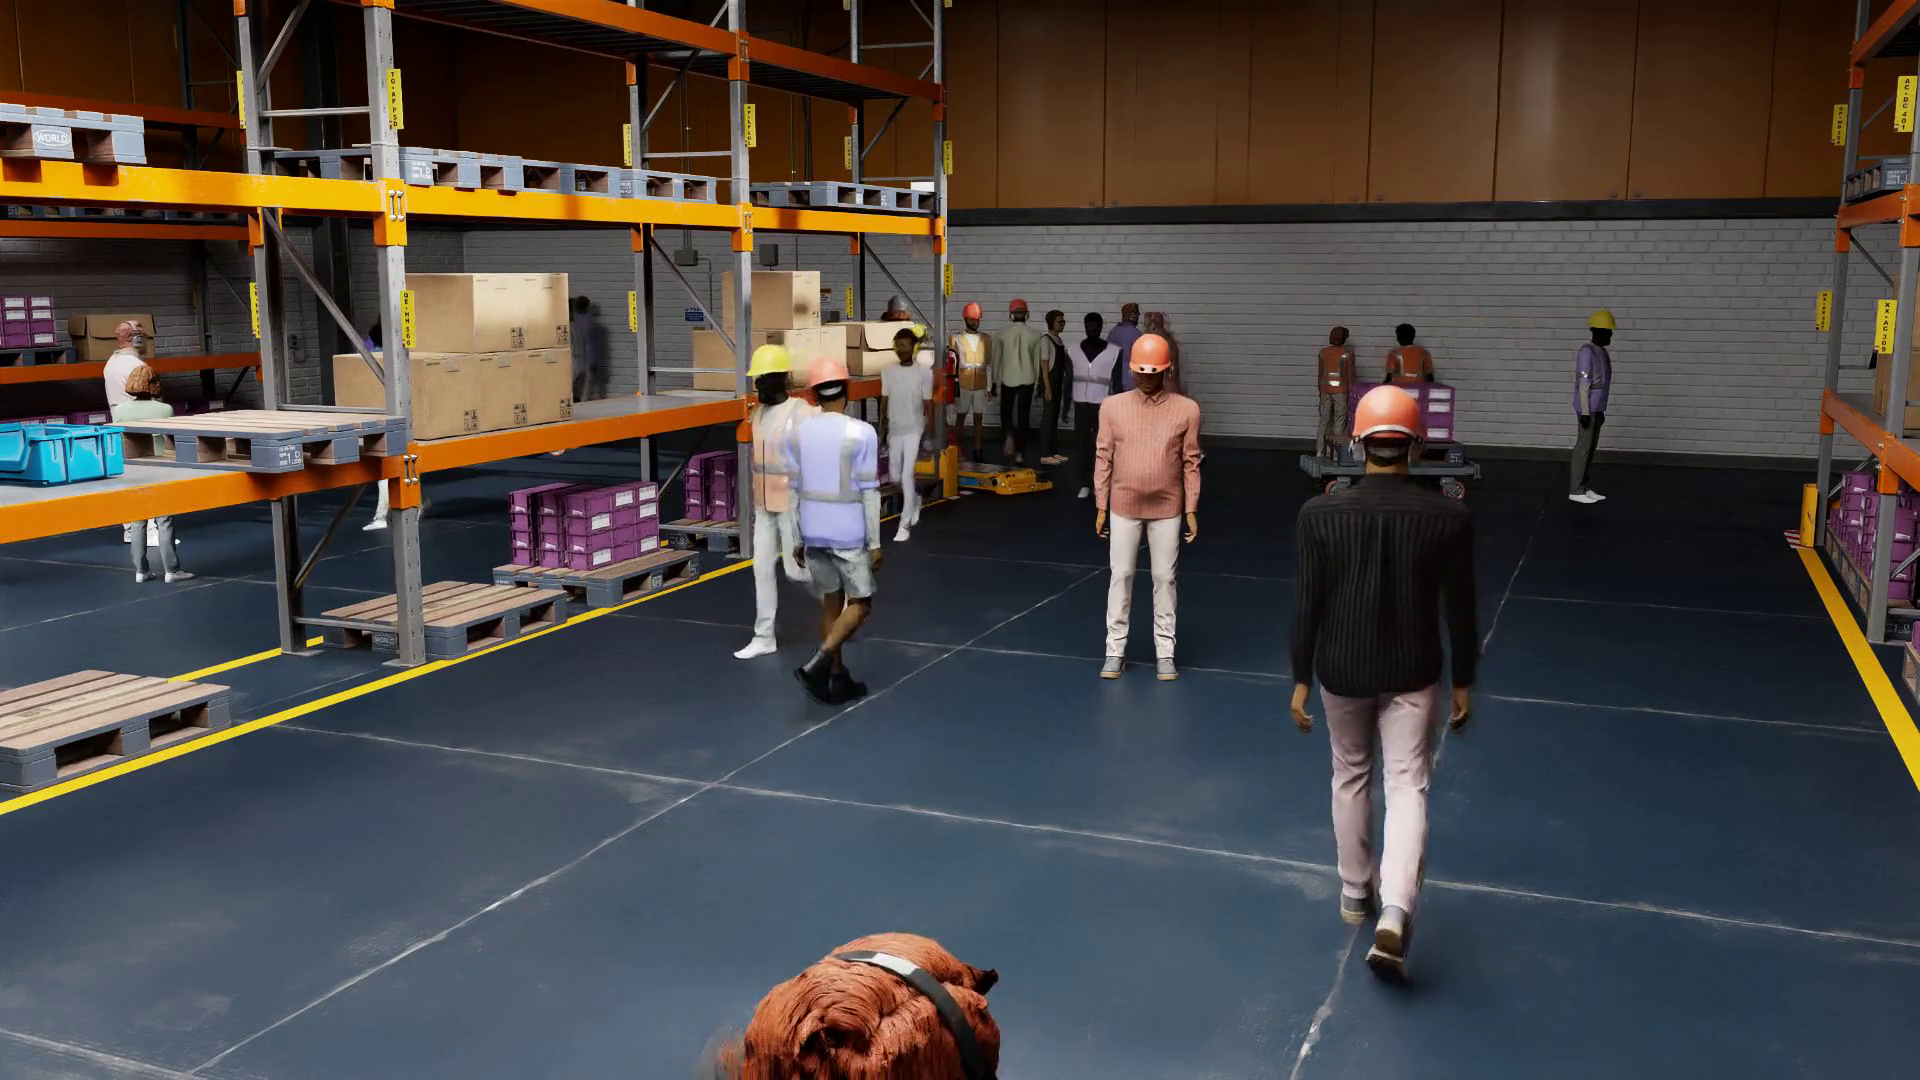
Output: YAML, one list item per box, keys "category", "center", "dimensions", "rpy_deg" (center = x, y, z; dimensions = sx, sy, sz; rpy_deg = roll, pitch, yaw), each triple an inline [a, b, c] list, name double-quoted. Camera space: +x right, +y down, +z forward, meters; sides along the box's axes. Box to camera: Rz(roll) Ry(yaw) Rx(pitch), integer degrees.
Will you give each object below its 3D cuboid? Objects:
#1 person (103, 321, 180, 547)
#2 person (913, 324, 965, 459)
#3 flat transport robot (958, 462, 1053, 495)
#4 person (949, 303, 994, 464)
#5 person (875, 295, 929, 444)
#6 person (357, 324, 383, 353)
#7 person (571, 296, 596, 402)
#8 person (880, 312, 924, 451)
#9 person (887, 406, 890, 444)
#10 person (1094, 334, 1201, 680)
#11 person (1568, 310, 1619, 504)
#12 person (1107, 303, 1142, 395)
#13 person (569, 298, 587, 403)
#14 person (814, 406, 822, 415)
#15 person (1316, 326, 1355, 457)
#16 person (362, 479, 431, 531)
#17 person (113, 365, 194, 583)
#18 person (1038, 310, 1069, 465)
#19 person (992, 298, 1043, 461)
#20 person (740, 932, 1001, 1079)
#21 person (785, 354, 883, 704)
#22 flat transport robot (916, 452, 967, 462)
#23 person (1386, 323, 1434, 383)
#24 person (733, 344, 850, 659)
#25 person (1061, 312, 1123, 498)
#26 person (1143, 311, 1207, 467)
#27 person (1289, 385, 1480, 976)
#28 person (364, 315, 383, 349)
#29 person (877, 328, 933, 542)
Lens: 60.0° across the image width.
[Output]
- category: "person"
  center: [-6.921, -0.891, 14.050]
  dimensions: [0.651, 1.907, 0.409]
  rpy_deg: [8, 12, 41]
- category: "person"
  center: [-0.371, -1.639, 19.233]
  dimensions: [0.892, 1.715, 0.520]
  rpy_deg: [3, 10, 15]
- category: "flat transport robot"
  center: [0.227, -0.667, 17.634]
  dimensions: [1.431, 0.197, 0.652]
  rpy_deg: [9, 13, 42]
- category: "person"
  center: [0.135, -1.814, 19.575]
  dimensions: [0.556, 1.935, 0.419]
  rpy_deg: [-3, 10, -19]
- category: "person"
  center: [-0.717, -1.908, 19.805]
  dimensions: [0.700, 2.000, 0.538]
  rpy_deg: [-1, 9, -7]
- category: "person"
  center: [-6.940, -1.735, 19.879]
  dimensions: [0.543, 1.675, 0.696]
  rpy_deg: [-3, 10, -20]
- category: "person"
  center: [-5.652, -2.659, 24.754]
  dimensions: [0.673, 1.918, 0.413]
  rpy_deg: [8, 12, 41]
- category: "person"
  center: [-0.816, -1.923, 20.609]
  dimensions: [0.985, 1.811, 0.634]
  rpy_deg: [-6, 11, -34]
- category: "person"
  center: [-0.679, -1.516, 18.699]
  dimensions: [0.328, 1.623, 0.515]
  rpy_deg: [3, 10, 15]
- category: "person"
  center: [1.067, -0.181, 9.509]
  dimensions: [0.611, 1.985, 0.393]
  rpy_deg: [1, 9, 8]
- category: "person"
  center: [6.359, -1.334, 16.670]
  dimensions: [0.382, 1.924, 0.594]
  rpy_deg: [7, 12, 35]
- category: "person"
  center: [2.112, -1.999, 20.759]
  dimensions: [0.405, 1.906, 0.652]
  rpy_deg: [-5, 11, -30]
- category: "person"
  center: [-5.124, -2.224, 21.968]
  dimensions: [0.457, 1.953, 0.602]
  rpy_deg: [4, 10, 24]
- category: "person"
  center: [-1.707, -1.580, 18.690]
  dimensions: [0.619, 1.776, 0.975]
  rpy_deg: [7, 11, 35]
- category: "person"
  center: [4.587, -1.788, 20.318]
  dimensions: [0.515, 1.634, 0.311]
  rpy_deg: [9, 13, 44]
- category: "person"
  center: [-5.158, -0.920, 15.158]
  dimensions: [0.509, 1.599, 0.804]
  rpy_deg: [6, 11, 31]
- category: "person"
  center: [-6.047, -0.490, 12.440]
  dimensions: [0.497, 1.633, 0.283]
  rpy_deg: [1, 9, 6]
- category: "person"
  center: [1.121, -1.826, 19.897]
  dimensions: [0.345, 1.846, 0.506]
  rpy_deg: [4, 10, 21]
- category: "person"
  center: [0.705, -1.929, 20.122]
  dimensions: [0.644, 1.968, 0.498]
  rpy_deg: [0, 9, 0]
- category: "person"
  center: [-0.042, 1.228, 1.456]
  dimensions: [0.572, 1.826, 1.004]
  rpy_deg: [5, 11, 29]
- category: "person"
  center: [-0.694, -0.026, 8.830]
  dimensions: [0.551, 1.903, 0.608]
  rpy_deg: [5, 11, 28]
- category: "flat transport robot"
  center: [-0.560, -0.869, 18.857]
  dimensions: [0.652, 0.197, 1.431]
  rpy_deg: [-7, 11, -35]
- category: "person"
  center: [5.407, -1.743, 19.902]
  dimensions: [0.680, 1.688, 0.378]
  rpy_deg: [0, 9, -3]
- category: "person"
  center: [-1.035, -0.240, 10.117]
  dimensions: [0.598, 1.906, 0.728]
  rpy_deg: [9, 13, 43]
- category: "person"
  center: [1.340, -1.369, 16.973]
  dimensions: [0.600, 1.902, 0.449]
  rpy_deg: [3, 10, 18]
- category: "person"
  center: [2.298, -1.551, 18.134]
  dimensions: [0.622, 1.882, 0.667]
  rpy_deg: [3, 10, 20]
- category: "person"
  center: [1.444, 0.461, 5.688]
  dimensions: [0.636, 1.971, 0.911]
  rpy_deg: [3, 10, 15]
- category: "person"
  center: [-7.110, -1.929, 20.724]
  dimensions: [0.587, 1.788, 1.015]
  rpy_deg: [3, 10, 18]
- category: "person"
  center: [-0.452, -0.936, 14.549]
  dimensions: [0.513, 1.846, 0.765]
  rpy_deg: [4, 10, 23]
